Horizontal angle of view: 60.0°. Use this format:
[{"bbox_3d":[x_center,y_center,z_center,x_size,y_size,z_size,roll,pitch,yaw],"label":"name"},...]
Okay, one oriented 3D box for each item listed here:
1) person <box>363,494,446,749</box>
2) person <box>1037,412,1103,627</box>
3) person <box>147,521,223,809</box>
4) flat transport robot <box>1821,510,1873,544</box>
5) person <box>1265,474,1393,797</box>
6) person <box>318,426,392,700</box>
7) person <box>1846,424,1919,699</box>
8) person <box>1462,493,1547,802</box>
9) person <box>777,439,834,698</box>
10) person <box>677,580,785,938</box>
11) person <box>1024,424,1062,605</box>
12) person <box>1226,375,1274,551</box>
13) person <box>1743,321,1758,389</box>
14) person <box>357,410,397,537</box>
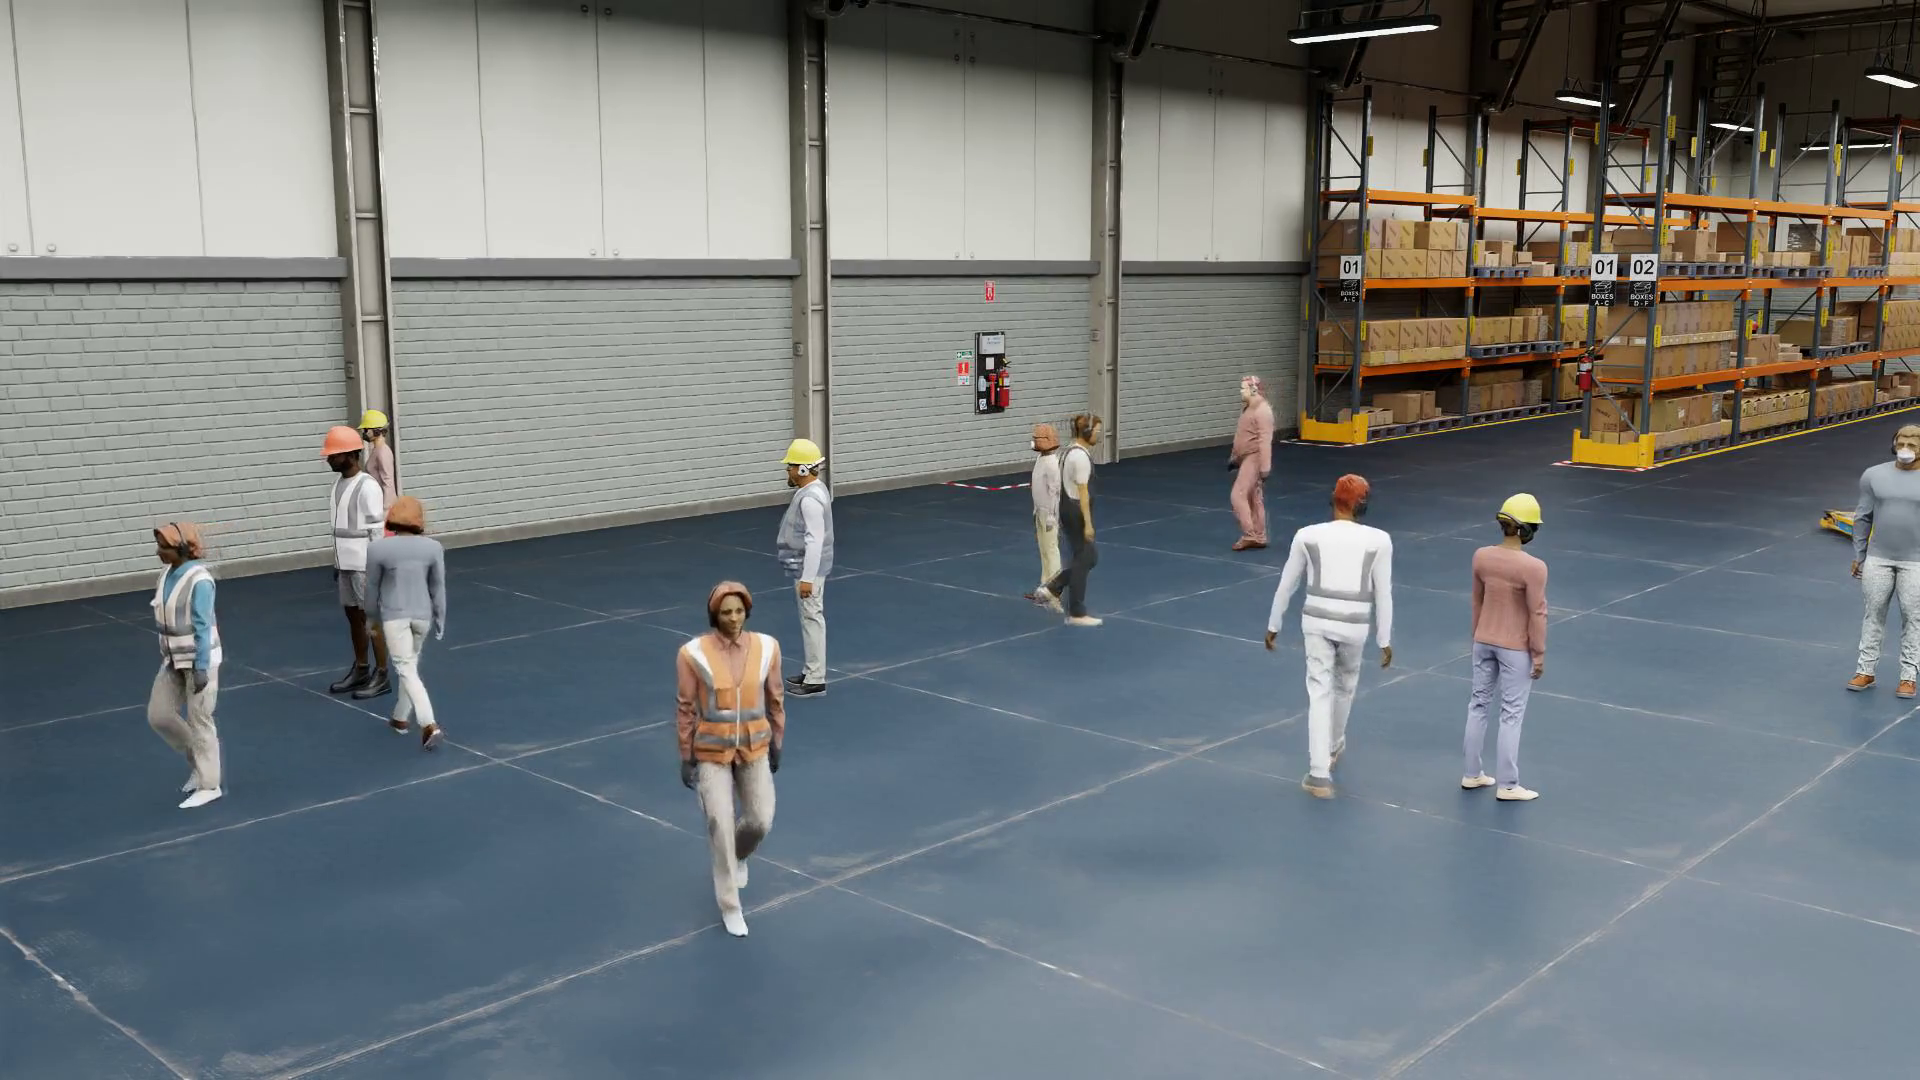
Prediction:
[{"bbox_3d":[-3.497,0.509,10.611,0.497,1.590,0.822,-8,12,-41],"label":"person"},{"bbox_3d":[0.968,-0.167,14.054,0.476,1.822,0.538,1,9,5],"label":"person"},{"bbox_3d":[-4.341,0.703,9.332,0.519,1.629,0.368,7,11,35],"label":"person"},{"bbox_3d":[10.243,-0.145,18.614,0.652,0.197,1.431,1,10,8],"label":"flat transport robot"},{"bbox_3d":[2.166,0.520,9.801,0.718,1.823,0.991,2,10,13],"label":"person"},{"bbox_3d":[-4.275,0.159,11.707,0.552,1.932,0.377,8,12,41],"label":"person"},{"bbox_3d":[6.652,0.145,11.784,0.631,1.940,0.372,8,13,42],"label":"person"},{"bbox_3d":[3.138,0.609,9.506,0.333,1.761,0.522,-6,11,-32],"label":"person"},{"bbox_3d":[-1.094,0.195,11.795,0.404,1.831,0.600,-1,9,-5],"label":"person"},{"bbox_3d":[-1.069,0.974,7.689,0.518,1.626,0.526,-4,10,-23],"label":"person"},{"bbox_3d":[0.765,-0.230,14.988,0.283,1.634,0.498,-2,10,-12],"label":"person"},{"bbox_3d":[3.063,-0.823,17.835,0.590,1.884,0.647,0,9,0],"label":"person"},{"bbox_3d":[16.058,-3.475,33.837,0.545,1.942,0.349,9,13,43],"label":"person"},{"bbox_3d":[-5.201,-0.283,14.913,0.315,1.767,0.535,-4,10,-25],"label":"person"}]
